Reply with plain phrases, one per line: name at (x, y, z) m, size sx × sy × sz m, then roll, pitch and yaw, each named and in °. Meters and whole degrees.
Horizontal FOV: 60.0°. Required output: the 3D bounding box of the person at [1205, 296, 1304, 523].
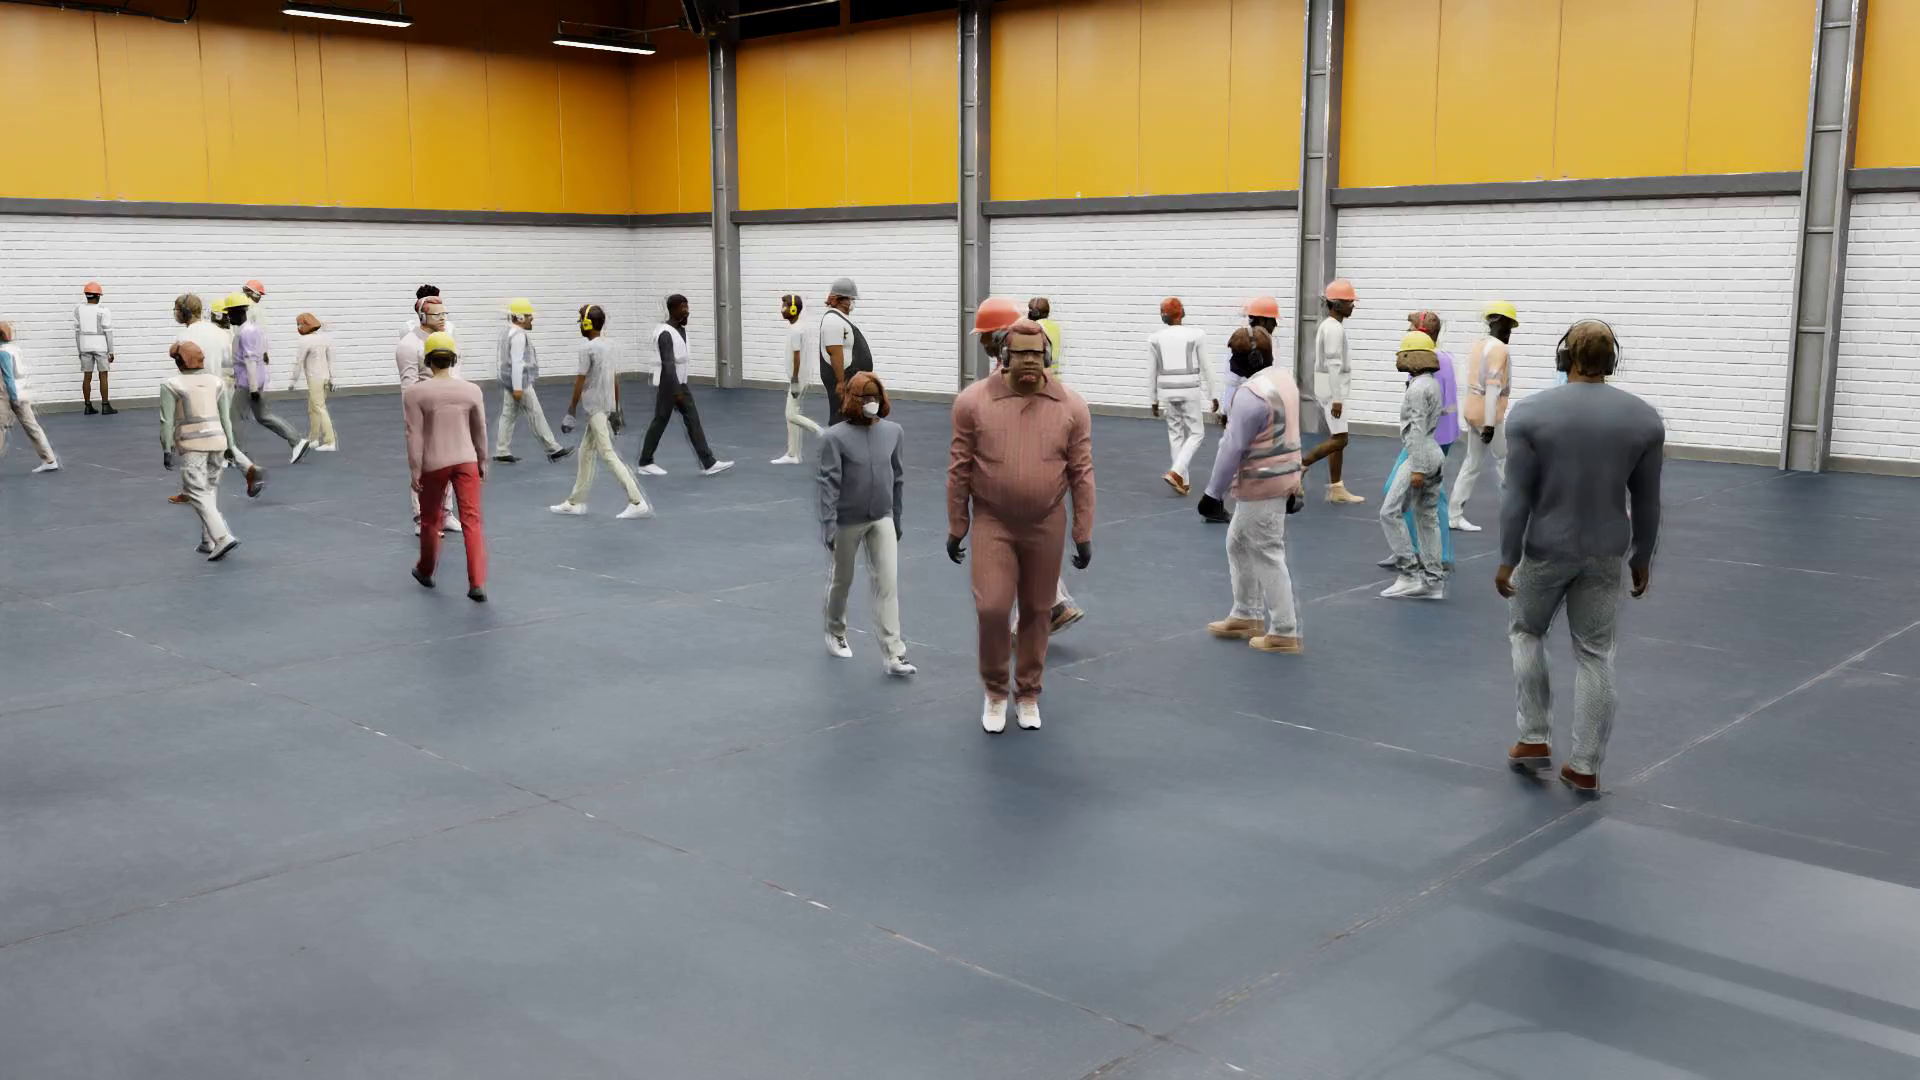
person at (2.485, -1.073, 13.857) m, size 0.945 × 1.887 × 0.601 m, roll 0°, pitch 9°, yaw -3°

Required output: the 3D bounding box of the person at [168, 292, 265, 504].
person at (-6.757, -1.264, 14.957) m, size 0.765 × 1.916 × 0.636 m, roll 1°, pitch 9°, yaw 6°

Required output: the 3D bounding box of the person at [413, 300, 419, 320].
person at (-7.662, -2.602, 23.818) m, size 0.538 × 1.696 × 0.317 m, roll 2°, pitch 10°, yaw 14°

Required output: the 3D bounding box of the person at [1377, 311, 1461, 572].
person at (3.189, -0.683, 11.652) m, size 0.617 × 1.821 × 0.609 m, roll 6°, pitch 11°, yaw 32°

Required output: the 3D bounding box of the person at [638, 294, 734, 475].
person at (-2.873, -1.575, 17.008) m, size 1.022 × 1.859 × 0.617 m, roll 2°, pitch 9°, yaw 12°

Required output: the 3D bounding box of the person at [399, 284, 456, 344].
person at (-5.255, -1.552, 16.557) m, size 0.367 × 1.966 × 0.607 m, roll 8°, pitch 12°, yaw 41°

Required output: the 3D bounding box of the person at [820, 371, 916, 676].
person at (-0.514, -0.101, 8.816) m, size 0.521 × 1.583 × 0.873 m, roll -5°, pitch 10°, yaw -27°

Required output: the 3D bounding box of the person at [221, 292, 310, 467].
person at (-7.557, -1.720, 17.854) m, size 0.915 × 1.889 × 0.579 m, roll -3°, pitch 10°, yaw -16°

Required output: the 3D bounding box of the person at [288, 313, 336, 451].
person at (-7.586, -1.836, 19.383) m, size 0.666 × 1.607 × 0.503 m, roll 2°, pitch 9°, yaw 9°

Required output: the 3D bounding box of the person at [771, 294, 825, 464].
person at (-1.705, -1.731, 18.005) m, size 0.639 × 1.858 × 0.519 m, roll -1°, pitch 9°, yaw -3°

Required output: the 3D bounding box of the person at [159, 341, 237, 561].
person at (-5.528, -0.654, 12.190) m, size 0.685 × 1.608 × 0.529 m, roll 6°, pitch 11°, yaw 32°

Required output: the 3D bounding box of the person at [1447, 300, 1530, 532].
person at (4.345, -0.981, 13.383) m, size 0.910 × 1.857 × 0.671 m, roll 0°, pitch 9°, yaw -2°

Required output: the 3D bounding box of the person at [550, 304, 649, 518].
person at (-3.087, -1.085, 14.172) m, size 0.965 × 1.826 × 0.538 m, roll 2°, pitch 9°, yaw 13°

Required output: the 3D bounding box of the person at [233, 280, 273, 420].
person at (-10.032, -2.671, 23.418) m, size 0.752 × 1.967 × 0.576 m, roll 5°, pitch 11°, yaw 29°

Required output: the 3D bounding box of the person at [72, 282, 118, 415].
person at (-12.595, -2.786, 24.242) m, size 0.542 × 1.929 × 0.380 m, roll 0°, pitch 9°, yaw -2°

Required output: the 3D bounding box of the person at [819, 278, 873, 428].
person at (-1.152, -1.643, 16.888) m, size 0.537 × 2.000 × 0.679 m, roll 0°, pitch 9°, yaw -2°

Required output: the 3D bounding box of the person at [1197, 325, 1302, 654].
person at (1.591, -0.277, 9.217) m, size 0.715 × 1.807 × 0.641 m, roll 4°, pitch 10°, yaw 26°

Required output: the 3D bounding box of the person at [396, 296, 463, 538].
person at (-4.150, -0.976, 13.205) m, size 0.407 × 1.906 × 0.654 m, roll 3°, pitch 10°, yaw 19°

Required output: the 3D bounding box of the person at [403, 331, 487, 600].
person at (-3.330, -0.488, 10.808) m, size 0.545 × 1.714 × 0.931 m, roll -6°, pitch 11°, yaw -32°

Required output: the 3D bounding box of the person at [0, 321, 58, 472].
person at (-9.819, -1.461, 17.146) m, size 0.874 × 1.588 × 0.535 m, roll -3°, pitch 10°, yaw -20°

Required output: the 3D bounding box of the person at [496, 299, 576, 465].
person at (-4.652, -1.708, 18.031) m, size 0.890 × 1.788 × 0.626 m, roll -4°, pitch 10°, yaw -25°

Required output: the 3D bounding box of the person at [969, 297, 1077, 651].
person at (0.296, -0.348, 9.163) m, size 0.503 × 1.965 × 0.611 m, roll 3°, pitch 10°, yaw 18°

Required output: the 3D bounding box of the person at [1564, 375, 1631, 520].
person at (5.193, -0.964, 13.929) m, size 0.894 × 1.647 × 0.531 m, roll 1°, pitch 9°, yaw 4°

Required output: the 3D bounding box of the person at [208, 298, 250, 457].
person at (-8.323, -1.790, 18.539) m, size 0.605 × 1.798 × 0.636 m, roll -1°, pitch 9°, yaw -7°

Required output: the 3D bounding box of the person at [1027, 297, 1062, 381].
person at (0.885, -1.688, 17.827) m, size 0.539 × 1.824 × 0.643 m, roll 5°, pitch 11°, yaw 30°

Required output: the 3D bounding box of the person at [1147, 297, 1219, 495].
person at (2.055, -1.325, 15.504) m, size 0.665 × 1.857 × 0.568 m, roll 4°, pitch 10°, yaw 24°

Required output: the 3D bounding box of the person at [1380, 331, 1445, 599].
person at (2.919, -0.476, 10.691) m, size 0.520 × 1.714 × 0.513 m, roll 4°, pitch 10°, yaw 26°

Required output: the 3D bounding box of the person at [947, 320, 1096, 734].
person at (0.286, -0.048, 7.559) m, size 0.677 × 1.887 × 0.529 m, roll -1°, pitch 9°, yaw -5°

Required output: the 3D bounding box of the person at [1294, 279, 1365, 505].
person at (3.290, -1.310, 14.879) m, size 0.663 × 2.031 × 0.623 m, roll 2°, pitch 9°, yaw 10°

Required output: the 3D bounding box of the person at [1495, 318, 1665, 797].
person at (2.514, 0.060, 6.819) m, size 0.657 × 1.913 × 0.658 m, roll 1°, pitch 9°, yaw 4°
